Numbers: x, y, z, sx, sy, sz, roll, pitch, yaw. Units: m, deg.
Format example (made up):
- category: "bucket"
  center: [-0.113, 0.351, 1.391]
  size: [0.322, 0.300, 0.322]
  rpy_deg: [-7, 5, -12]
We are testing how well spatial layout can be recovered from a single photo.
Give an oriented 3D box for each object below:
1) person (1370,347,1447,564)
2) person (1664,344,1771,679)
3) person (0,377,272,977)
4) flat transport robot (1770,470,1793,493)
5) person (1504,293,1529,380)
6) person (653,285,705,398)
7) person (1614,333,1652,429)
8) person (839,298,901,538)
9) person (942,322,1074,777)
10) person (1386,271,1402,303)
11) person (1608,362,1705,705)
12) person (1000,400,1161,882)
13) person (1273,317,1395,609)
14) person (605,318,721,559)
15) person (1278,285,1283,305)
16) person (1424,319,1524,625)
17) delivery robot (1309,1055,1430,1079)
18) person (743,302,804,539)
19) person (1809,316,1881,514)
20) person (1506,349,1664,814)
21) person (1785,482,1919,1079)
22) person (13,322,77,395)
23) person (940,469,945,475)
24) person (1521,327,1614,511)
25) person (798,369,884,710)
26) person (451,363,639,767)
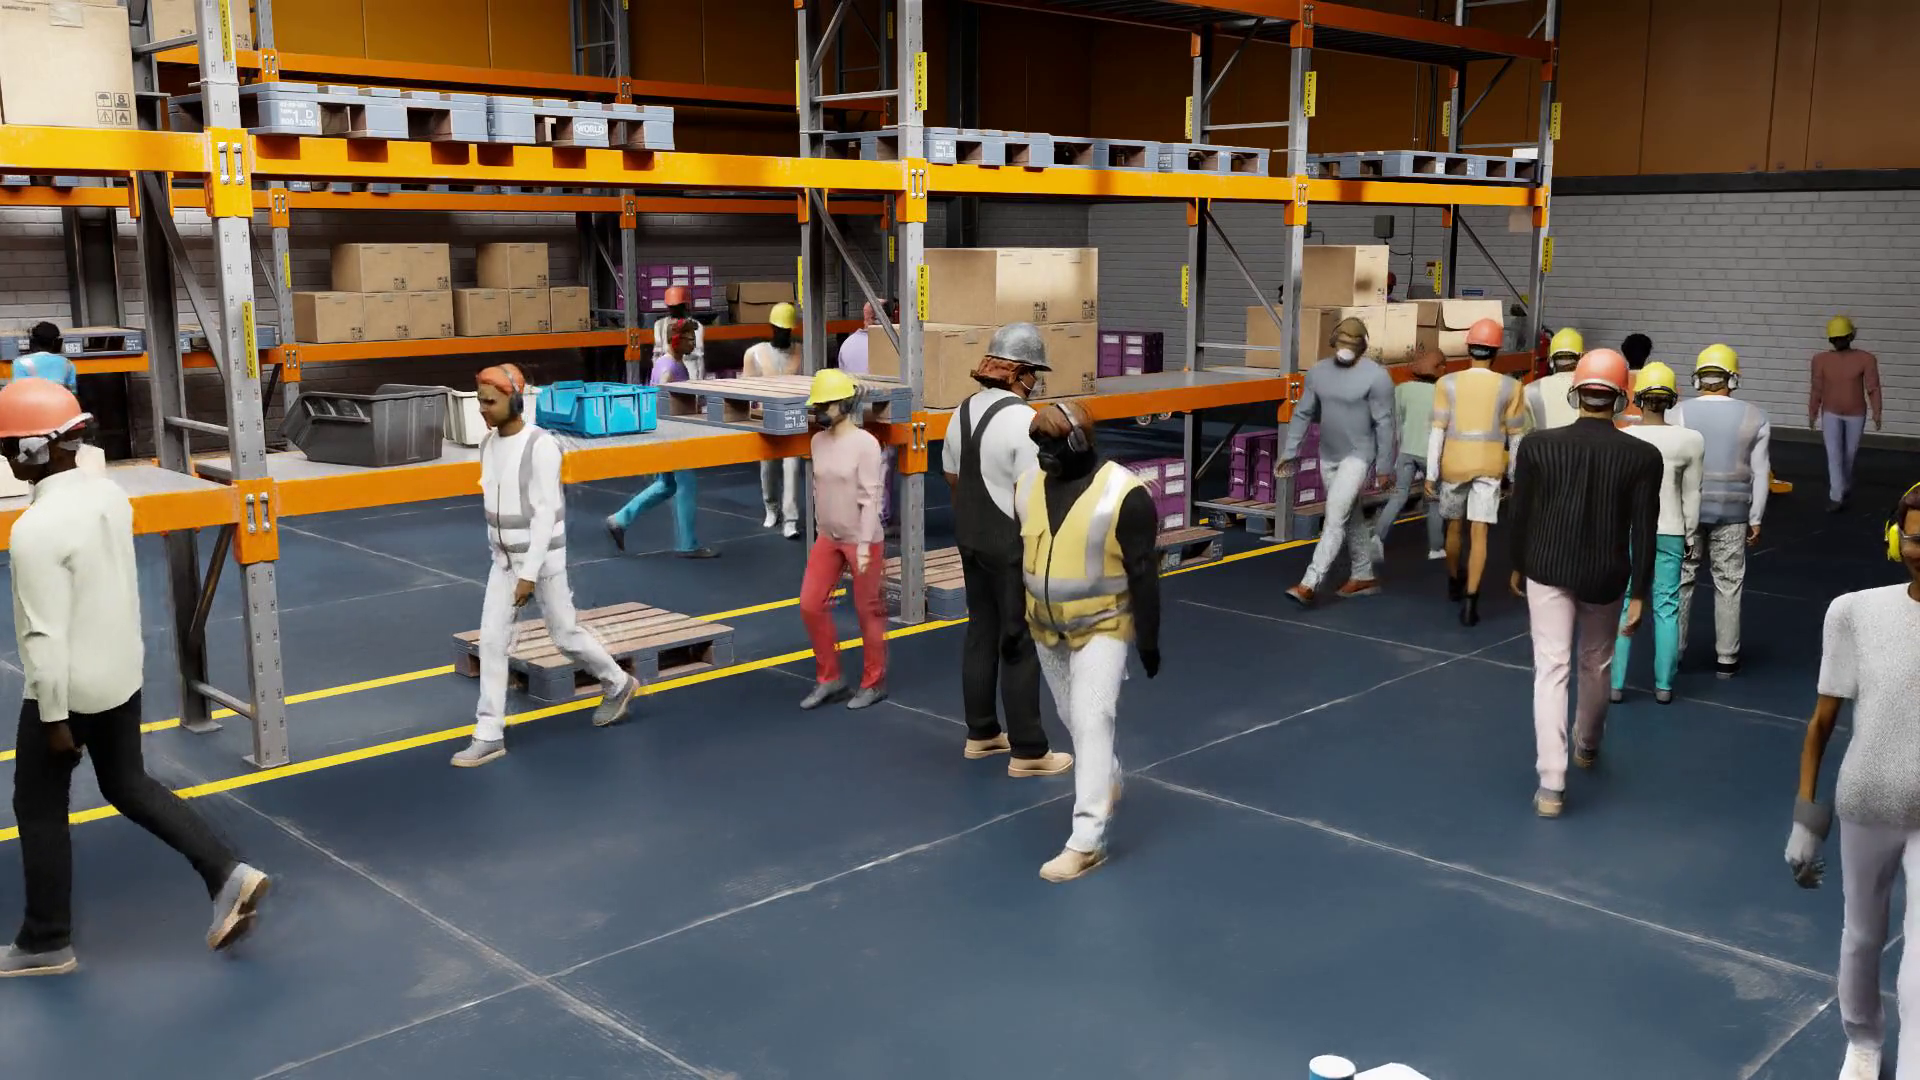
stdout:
- category: "person"
  center: [3.343, -0.615, 12.202]
  size: [0.784, 1.601, 0.498]
  rpy_deg: [-10, 14, -43]
- category: "person"
  center: [4.070, -0.146, 9.057]
  size: [0.598, 1.832, 0.415]
  rpy_deg: [5, 11, 24]
- category: "person"
  center: [-2.771, 0.453, 5.368]
  size: [0.854, 1.969, 0.609]
  rpy_deg: [1, 10, 4]
- category: "flat transport robot"
  center: [6.978, -0.580, 15.638]
  size: [1.431, 0.197, 0.652]
  rpy_deg: [-2, 11, -9]
- category: "person"
  center: [6.912, -2.173, 20.429]
  size: [0.492, 1.701, 0.917]
  rpy_deg: [-6, 12, -30]
- category: "person"
  center: [-2.868, -1.701, 17.300]
  size: [0.541, 1.908, 0.821]
  rpy_deg: [4, 11, 21]
- category: "person"
  center: [5.041, -0.711, 12.479]
  size: [0.543, 1.681, 0.627]
  rpy_deg: [5, 11, 25]
- category: "person"
  center: [-0.665, -0.976, 13.342]
  size: [0.645, 1.905, 0.400]
  rpy_deg: [9, 14, 41]
- category: "person"
  center: [0.260, 0.027, 7.499]
  size: [0.536, 2.000, 0.674]
  rpy_deg: [-7, 12, -33]
- category: "person"
  center: [5.677, -2.644, 22.375]
  size: [0.590, 1.927, 0.412]
  rpy_deg: [7, 13, 34]
- category: "person"
  center: [3.514, -0.026, 8.536]
  size: [0.525, 1.769, 0.310]
  rpy_deg: [1, 10, 5]
- category: "person"
  center: [0.496, 0.338, 6.534]
  size: [0.646, 1.791, 0.893]
  rpy_deg: [8, 13, 39]
- category: "person"
  center: [2.430, -0.495, 10.755]
  size: [0.990, 1.873, 0.658]
  rpy_deg: [-7, 13, -34]
- category: "person"
  center: [-2.223, -0.740, 12.313]
  size: [0.798, 1.810, 0.623]
  rpy_deg: [-1, 10, -7]
- category: "person"
  center: [3.756, -1.991, 19.002]
  size: [0.312, 1.859, 0.514]
  rpy_deg: [0, 10, 1]
- category: "person"
  center: [3.275, -0.458, 10.583]
  size: [0.561, 1.873, 1.010]
  rpy_deg: [4, 11, 21]
- category: "delivery robot"
  center: [0.833, 1.409, 3.757]
  size: [0.707, 0.478, 0.477]
  rpy_deg: [-6, 12, -29]
- category: "person"
  center: [-1.452, -0.974, 13.400]
  size: [0.622, 1.891, 0.928]
  rpy_deg: [-1, 10, -8]
- category: "person"
  center: [7.791, -1.116, 14.651]
  size: [0.589, 1.708, 0.870]
  rpy_deg: [6, 12, 31]
- category: "person"
  center: [2.667, 0.147, 7.182]
  size: [0.610, 1.931, 1.073]
  rpy_deg: [4, 11, 19]
- category: "person"
  center: [2.434, 0.732, 4.294]
  size: [0.521, 1.807, 1.022]
  rpy_deg: [7, 12, 32]
- category: "person"
  center: [-7.780, -1.001, 14.128]
  size: [0.319, 1.666, 0.620]
  rpy_deg: [6, 12, 31]
- category: "person"
  center: [0.030, -1.607, 16.690]
  size: [0.544, 1.939, 0.355]
  rpy_deg: [1, 10, 8]
- category: "person"
  center: [3.880, -0.450, 10.698]
  size: [0.621, 1.818, 0.459]
  rpy_deg: [4, 11, 22]
- category: "person"
  center: [-0.601, 0.017, 8.361]
  size: [0.534, 1.743, 0.572]
  rpy_deg: [8, 13, 38]
- category: "person"
  center: [-1.961, 0.080, 7.781]
  size: [0.554, 1.842, 0.973]
  rpy_deg: [7, 13, 34]
